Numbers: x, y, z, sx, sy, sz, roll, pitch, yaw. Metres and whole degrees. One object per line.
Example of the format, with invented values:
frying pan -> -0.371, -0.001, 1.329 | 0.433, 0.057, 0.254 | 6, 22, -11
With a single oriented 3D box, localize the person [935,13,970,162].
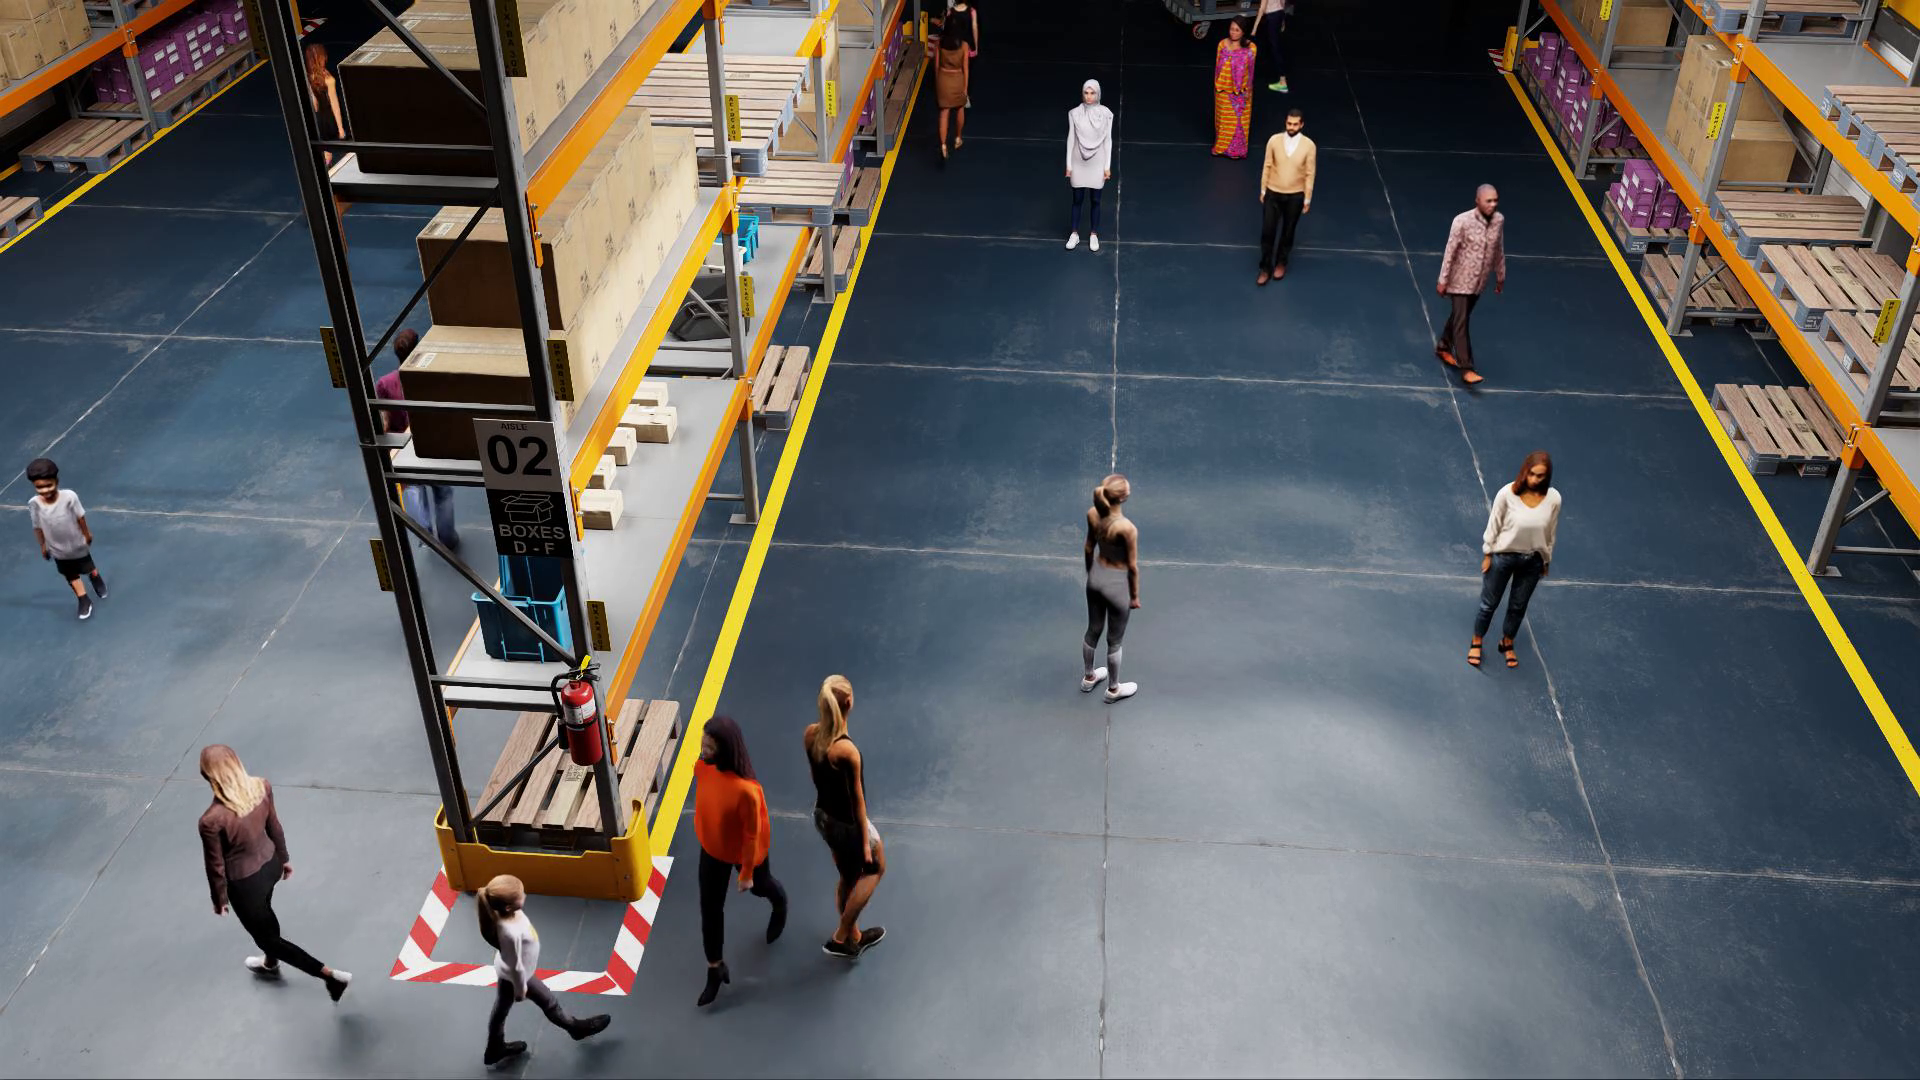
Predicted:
person -> -0.124, -5.177, 19.154 | 0.577, 1.653, 1.043 | 4, 34, 5

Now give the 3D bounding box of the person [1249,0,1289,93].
person -> 4.060, -6.535, 21.189 | 1.084, 1.662, 1.138 | 24, 40, 31

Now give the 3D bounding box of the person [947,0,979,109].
person -> 0.026, -6.097, 20.639 | 0.542, 1.541, 0.795 | 2, 34, 3

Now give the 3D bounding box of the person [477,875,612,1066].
person -> -2.305, 2.200, 8.422 | 0.853, 1.246, 0.889 | -16, 37, -23

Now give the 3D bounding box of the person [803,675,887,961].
person -> -0.695, 1.545, 8.884 | 0.876, 1.826, 0.820 | -25, 41, -32

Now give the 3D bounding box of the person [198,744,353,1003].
person -> -3.610, 1.788, 8.649 | 0.831, 1.681, 1.022 | 11, 35, 16

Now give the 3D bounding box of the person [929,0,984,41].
person -> 0.084, -7.830, 22.973 | 1.199, 1.842, 1.241 | -25, 41, -32

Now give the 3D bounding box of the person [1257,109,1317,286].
person -> 3.233, -3.436, 16.455 | 0.780, 1.740, 0.888 | 10, 35, 15

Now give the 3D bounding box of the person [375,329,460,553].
person -> -3.942, -0.638, 12.162 | 0.747, 1.834, 0.756 | -4, 34, -6

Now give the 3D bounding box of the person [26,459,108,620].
person -> -6.354, -0.056, 11.814 | 0.600, 1.249, 0.694 | -10, 35, -14

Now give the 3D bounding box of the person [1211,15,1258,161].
person -> 3.180, -5.249, 19.243 | 0.761, 1.673, 0.787 | 16, 37, 22

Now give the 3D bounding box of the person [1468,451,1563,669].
person -> 3.736, 0.117, 11.164 | 0.616, 1.680, 0.527 | 3, 34, 5

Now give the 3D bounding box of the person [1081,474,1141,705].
person -> 0.972, 0.306, 10.858 | 0.663, 1.703, 0.707 | 28, 43, 35

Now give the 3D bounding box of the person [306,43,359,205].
person -> -6.783, -4.348, 17.767 | 0.884, 1.807, 1.175 | 17, 37, 24

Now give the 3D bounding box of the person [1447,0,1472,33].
person -> 7.171, -8.057, 23.424 | 0.840, 1.722, 0.758 | 29, 43, 36

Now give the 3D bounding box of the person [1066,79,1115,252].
person -> 1.319, -3.840, 17.032 | 0.622, 1.775, 0.543 | 5, 34, 7

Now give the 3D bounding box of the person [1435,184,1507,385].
person -> 4.463, -2.328, 14.762 | 1.030, 1.770, 1.226 | -13, 36, -18

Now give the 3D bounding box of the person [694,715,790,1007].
person -> -1.141, 1.624, 8.872 | 0.888, 1.708, 1.111 | 18, 38, 25
